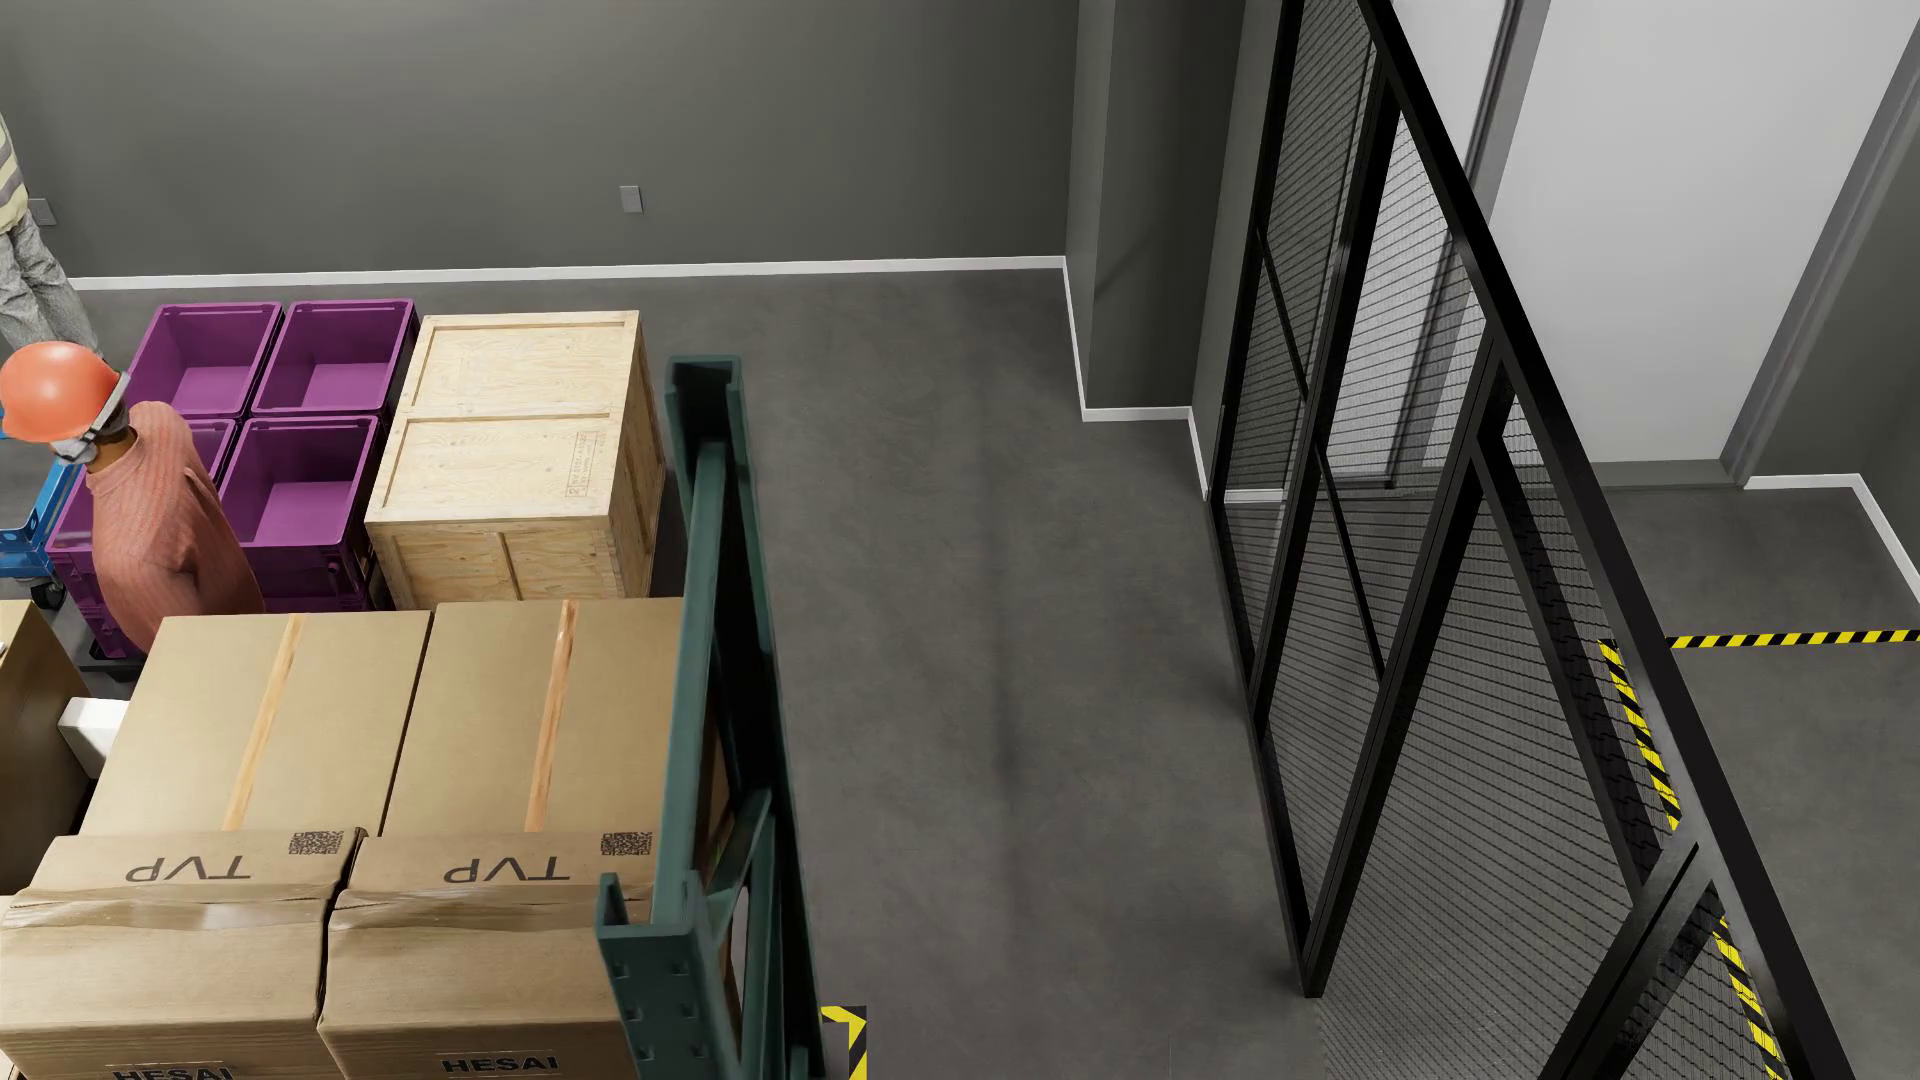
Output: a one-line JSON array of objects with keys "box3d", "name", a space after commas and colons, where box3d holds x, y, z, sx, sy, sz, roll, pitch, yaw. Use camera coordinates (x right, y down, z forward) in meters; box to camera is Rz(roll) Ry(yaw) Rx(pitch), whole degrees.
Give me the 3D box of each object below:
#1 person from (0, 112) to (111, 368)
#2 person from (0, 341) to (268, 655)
[{"box3d": [-3.549, -1.192, 5.965, 0.404, 1.832, 0.603, 0, 46, 0], "name": "person"}, {"box3d": [-2.047, 0.256, 4.480, 0.389, 1.986, 0.614, -12, 48, -11], "name": "person"}]
